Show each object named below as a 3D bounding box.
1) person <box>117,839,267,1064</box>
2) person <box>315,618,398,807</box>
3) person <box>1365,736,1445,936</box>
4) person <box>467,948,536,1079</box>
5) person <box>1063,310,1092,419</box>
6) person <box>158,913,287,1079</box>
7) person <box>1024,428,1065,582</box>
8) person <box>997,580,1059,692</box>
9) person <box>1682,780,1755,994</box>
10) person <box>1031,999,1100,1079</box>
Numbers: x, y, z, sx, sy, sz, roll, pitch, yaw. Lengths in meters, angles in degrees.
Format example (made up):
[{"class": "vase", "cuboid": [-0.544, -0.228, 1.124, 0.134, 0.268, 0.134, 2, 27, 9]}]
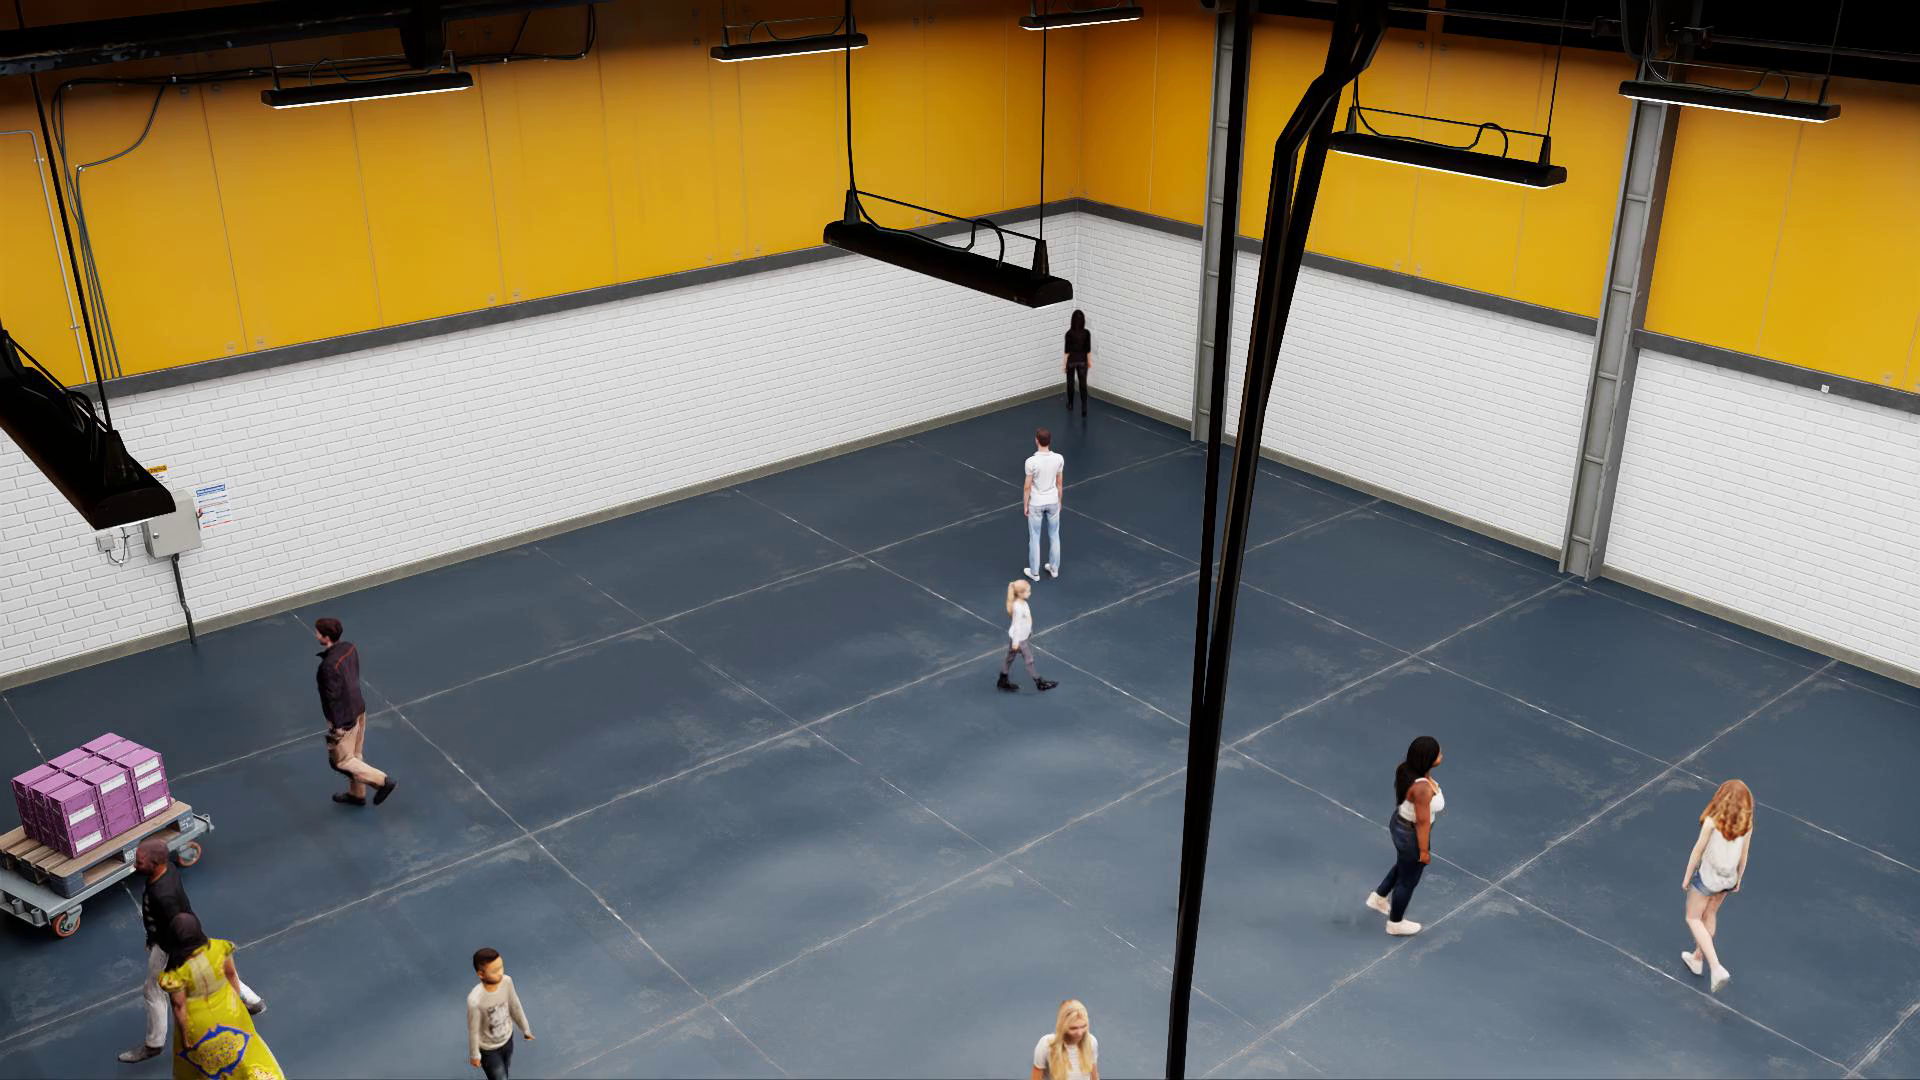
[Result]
[{"class": "person", "cuboid": [-5.576, 2.913, 12.057, 1.003, 1.760, 1.262, -9, 25, -19]}, {"class": "person", "cuboid": [-5.435, 1.574, 14.932, 1.055, 1.911, 0.993, 2, 24, 5]}, {"class": "person", "cuboid": [3.505, 2.356, 13.276, 0.894, 1.805, 0.834, 2, 24, 5]}, {"class": "person", "cuboid": [-3.217, 3.394, 11.334, 0.803, 1.458, 0.719, 12, 26, 25]}, {"class": "person", "cuboid": [1.774, -2.614, 24.880, 0.947, 1.617, 1.090, -2, 24, -4]}, {"class": "person", "cuboid": [-5.066, 3.305, 11.327, 1.116, 1.628, 0.816, 18, 30, 36]}, {"class": "person", "cuboid": [0.994, -0.426, 19.583, 0.711, 1.851, 0.689, -7, 25, -16]}, {"class": "person", "cuboid": [0.538, 0.997, 17.075, 0.898, 1.251, 0.855, 1, 24, 3]}, {"class": "person", "cuboid": [5.775, 2.660, 12.654, 0.888, 1.745, 1.012, -2, 24, -4]}, {"class": "person", "cuboid": [0.603, 3.568, 10.496, 0.646, 1.811, 0.669, -11, 26, -23]}]
